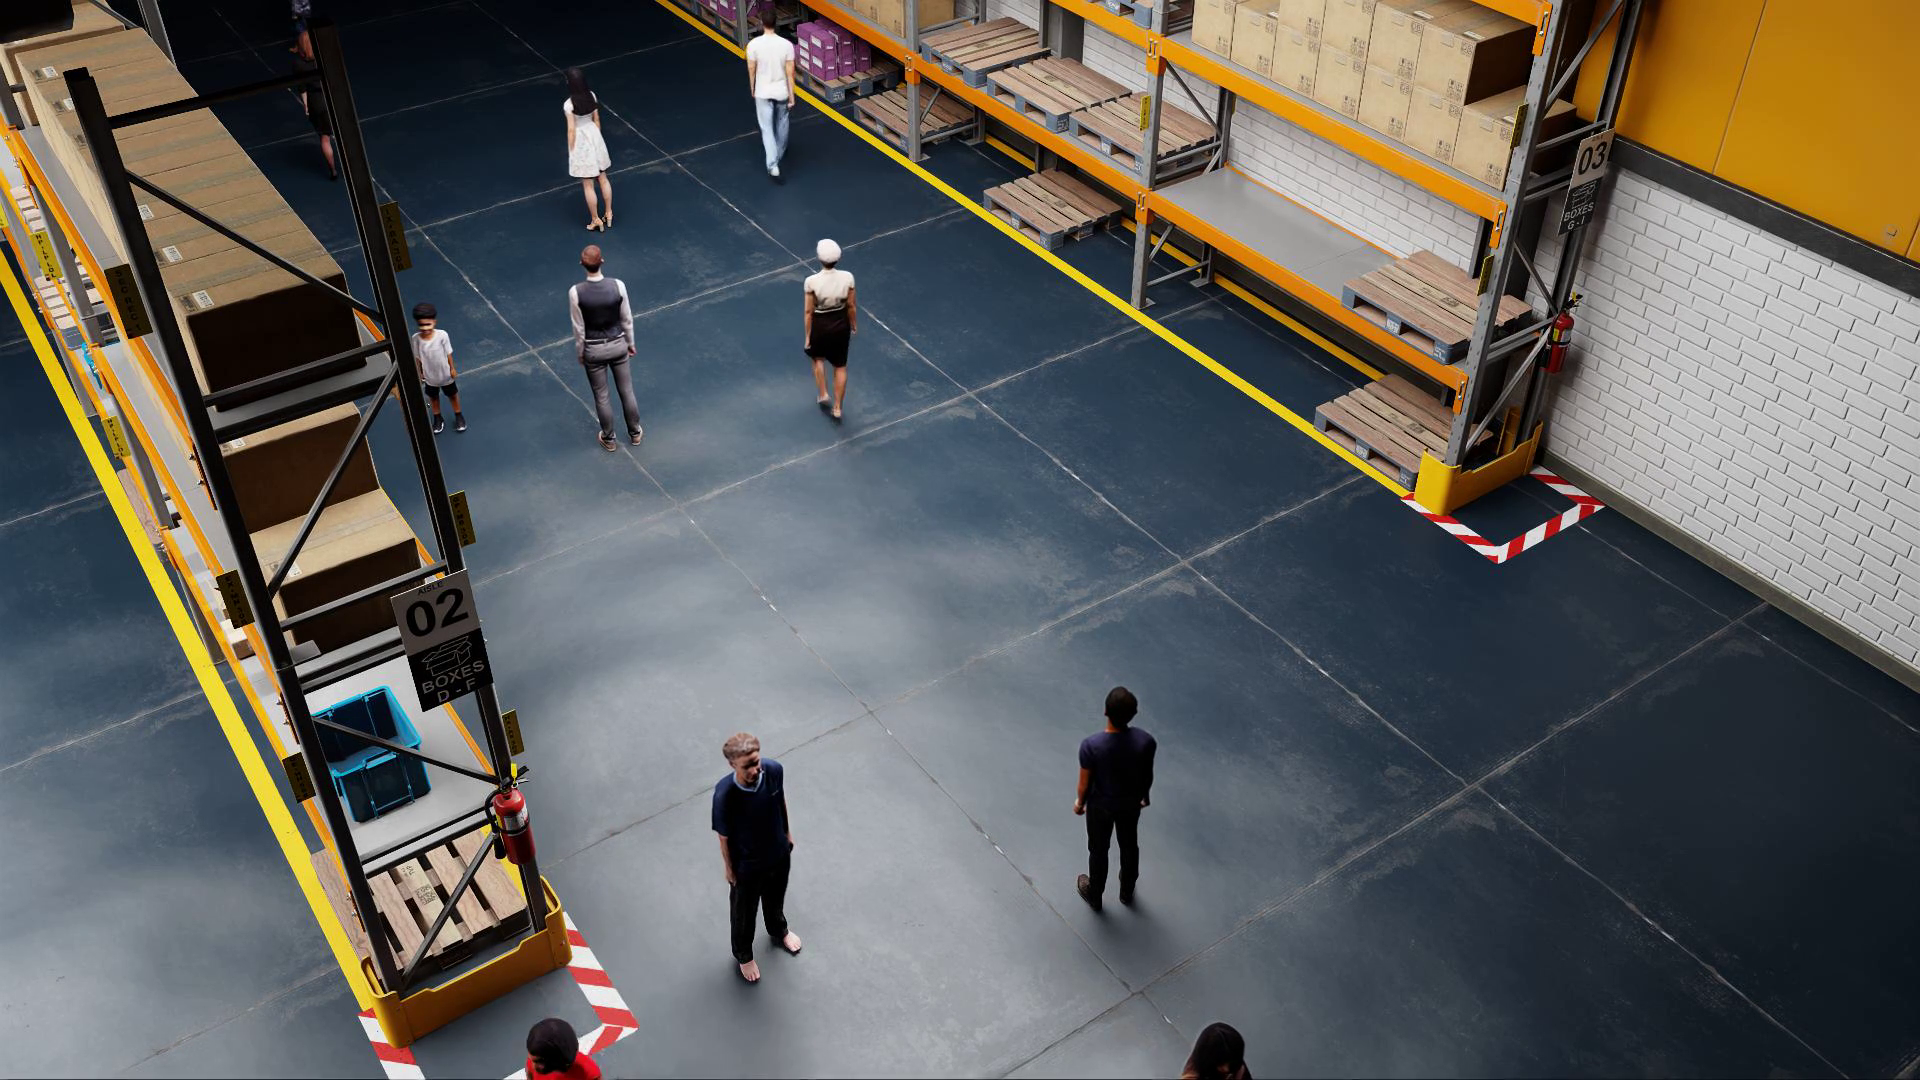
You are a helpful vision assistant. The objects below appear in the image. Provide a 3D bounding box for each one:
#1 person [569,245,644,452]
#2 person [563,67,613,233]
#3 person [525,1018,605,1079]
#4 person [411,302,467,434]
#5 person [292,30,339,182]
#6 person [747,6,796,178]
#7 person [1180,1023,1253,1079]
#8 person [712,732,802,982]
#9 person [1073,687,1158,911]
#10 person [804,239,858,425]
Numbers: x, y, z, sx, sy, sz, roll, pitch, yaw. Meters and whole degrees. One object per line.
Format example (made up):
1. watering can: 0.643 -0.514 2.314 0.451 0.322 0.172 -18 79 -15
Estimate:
1. person: -3.018 -1.637 14.148 0.720 1.938 0.650 -13 40 -16
2. person: -3.889 -4.065 17.321 0.714 1.773 0.712 28 47 31
3. person: -1.909 2.949 8.580 0.849 1.722 0.878 13 40 16
4. person: -4.584 -1.521 14.550 0.550 1.255 0.577 -6 39 -8
5. person: -6.964 -4.745 18.227 0.645 1.706 0.602 -11 40 -13
6. person: -2.067 -4.889 18.312 0.950 1.824 1.230 -8 39 -10
7. person: 1.240 3.011 8.507 0.772 1.717 0.764 16 41 19
8. person: -1.210 1.840 9.849 0.685 1.871 0.568 -29 47 -31
9. person: 0.949 1.598 10.213 0.712 1.793 0.666 -8 39 -10
10. person: -1.114 -1.758 14.461 0.772 1.738 0.812 -10 40 -13
